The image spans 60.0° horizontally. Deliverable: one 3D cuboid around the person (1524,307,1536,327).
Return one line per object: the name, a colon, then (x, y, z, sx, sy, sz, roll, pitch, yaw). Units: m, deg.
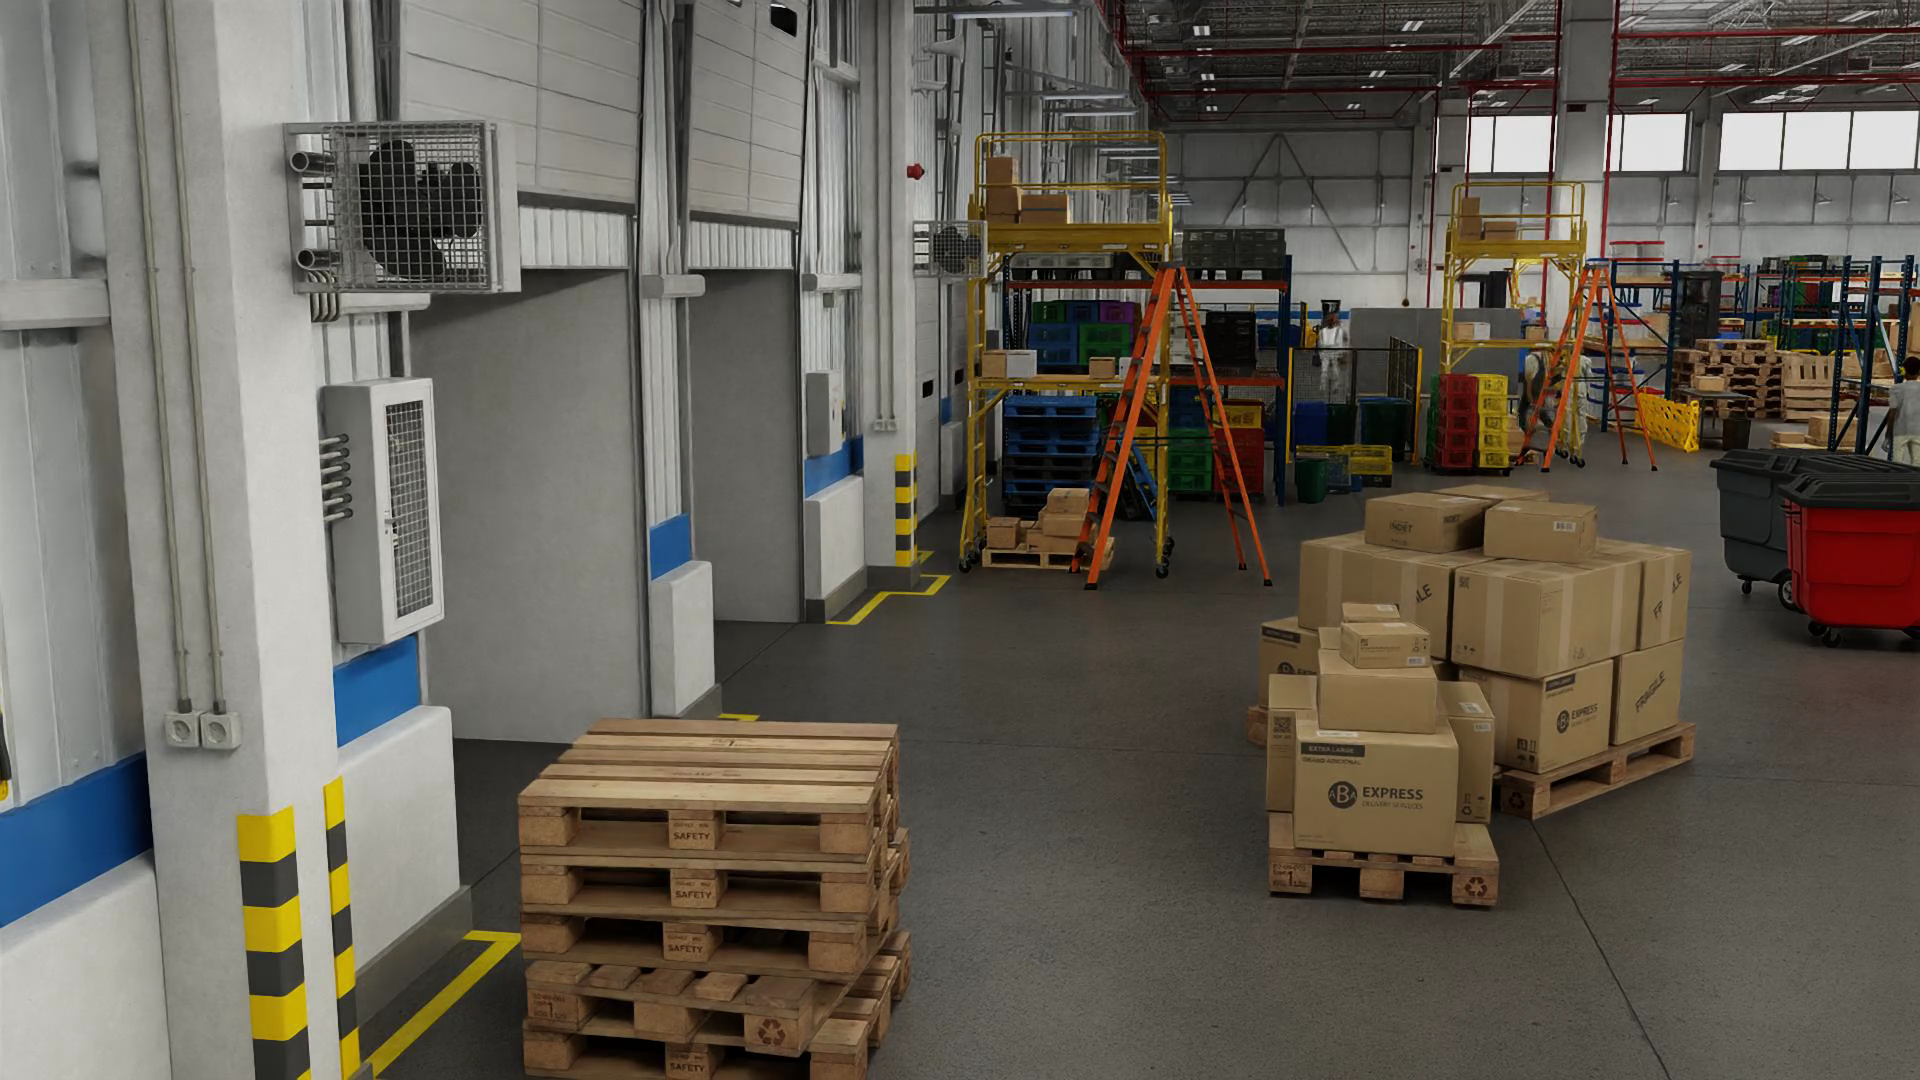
person: (19.317, -7.272, 56.618, 0.749, 1.917, 0.552, -3, 10, -15)

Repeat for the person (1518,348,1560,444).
person: (9.364, -2.415, 26.951, 0.512, 1.820, 0.832, -6, 11, -34)

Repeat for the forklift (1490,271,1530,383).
forklift: (13.422, -5.322, 41.591, 1.873, 2.768, 1.129, 1, 9, 9)

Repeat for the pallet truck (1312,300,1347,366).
pallet truck: (11.159, -6.200, 49.718, 0.823, 1.965, 1.885, 4, 10, 26)

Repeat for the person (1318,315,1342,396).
person: (8.443, -4.201, 37.913, 0.571, 1.843, 0.991, 4, 10, 25)

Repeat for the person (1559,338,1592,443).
person: (10.154, -2.462, 27.471, 0.484, 1.736, 0.311, 2, 9, 10)

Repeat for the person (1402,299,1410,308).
person: (14.300, -6.778, 53.462, 0.627, 1.941, 0.371, 2, 9, 10)

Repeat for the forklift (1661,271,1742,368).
forklift: (21.246, -6.267, 47.418, 1.873, 2.768, 1.129, -3, 10, -17)

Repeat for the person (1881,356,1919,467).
person: (10.946, -1.187, 19.224, 0.521, 1.862, 0.327, 2, 9, 10)
